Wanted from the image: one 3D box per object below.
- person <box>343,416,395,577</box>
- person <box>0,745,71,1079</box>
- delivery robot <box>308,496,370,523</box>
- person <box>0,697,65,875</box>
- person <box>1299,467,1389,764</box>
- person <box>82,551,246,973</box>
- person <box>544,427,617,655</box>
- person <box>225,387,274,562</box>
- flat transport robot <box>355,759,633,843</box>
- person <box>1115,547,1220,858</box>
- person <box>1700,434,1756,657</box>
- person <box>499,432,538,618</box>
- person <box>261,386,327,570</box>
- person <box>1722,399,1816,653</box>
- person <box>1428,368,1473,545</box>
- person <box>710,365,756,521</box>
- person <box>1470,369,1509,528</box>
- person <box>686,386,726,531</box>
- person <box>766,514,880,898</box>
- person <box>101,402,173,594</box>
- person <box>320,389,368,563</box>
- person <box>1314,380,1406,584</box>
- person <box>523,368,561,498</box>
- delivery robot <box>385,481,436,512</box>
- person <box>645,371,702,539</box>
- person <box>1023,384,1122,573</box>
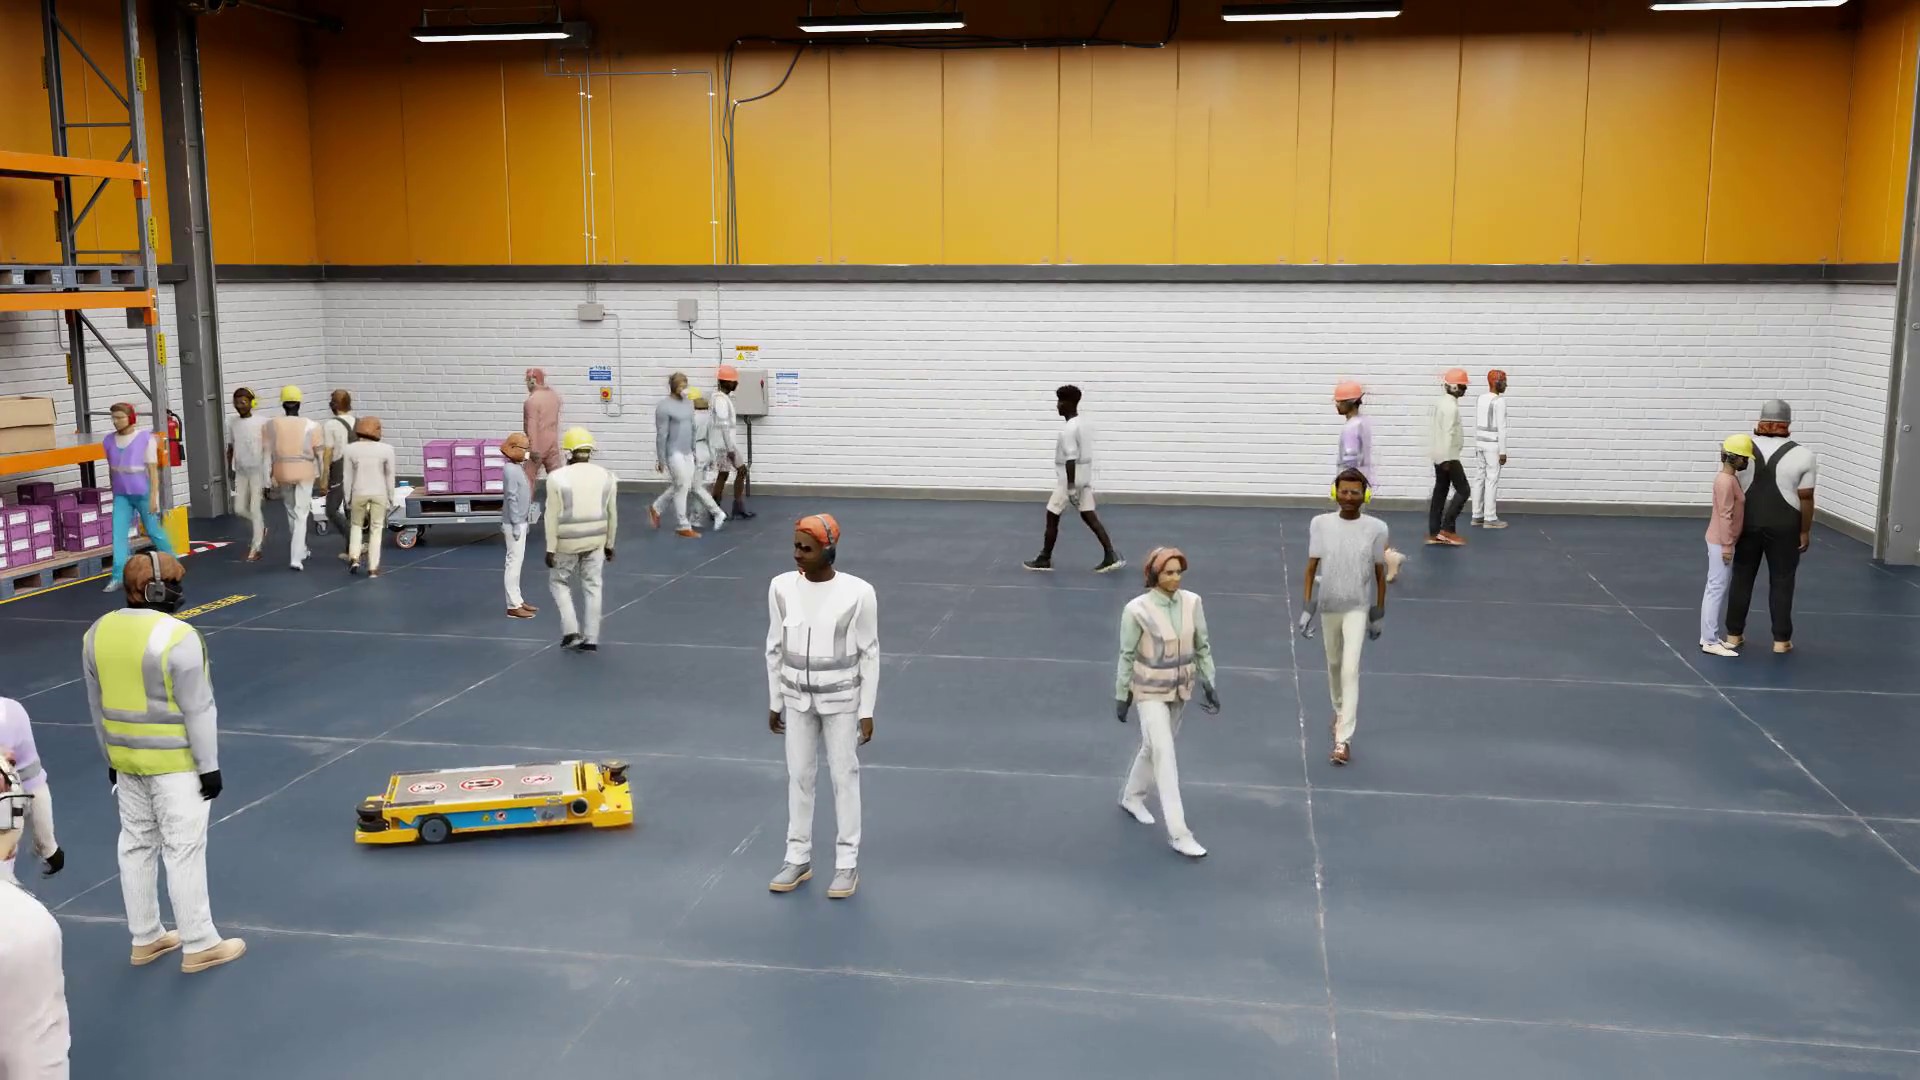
[{"bbox_3d":[-5.882,-0.430,16.574,0.513,1.615,0.361,-3,9,-15],"label":"person"},{"bbox_3d":[-2.443,1.453,4.052,0.705,1.882,0.557,5,10,28],"label":"person"},{"bbox_3d":[-7.212,-0.395,19.326,0.707,0.478,0.477,-4,10,-24],"label":"delivery robot"},{"bbox_3d":[-3.599,1.158,5.942,0.595,1.869,1.041,-2,9,-13],"label":"person"},{"bbox_3d":[2.438,0.438,10.541,0.499,1.828,0.993,4,10,24],"label":"person"},{"bbox_3d":[-3.466,0.961,7.240,0.622,1.840,0.430,4,10,22],"label":"person"},{"bbox_3d":[-3.018,0.012,13.179,0.629,1.817,0.465,-7,11,-35],"label":"person"},{"bbox_3d":[-7.459,-0.699,17.550,0.515,1.842,0.533,0,9,2],"label":"person"},{"bbox_3d":[-2.553,1.429,9.179,1.431,0.197,0.652,-2,9,-14],"label":"flat transport robot"},{"bbox_3d":[1.084,0.820,8.866,0.521,1.597,0.851,-6,11,-34],"label":"person"},{"bbox_3d":[6.098,0.036,13.223,0.322,1.761,0.522,4,10,22],"label":"person"},{"bbox_3d":[-3.899,-0.137,14.675,0.278,1.633,0.497,-1,9,-7],"label":"person"},{"bbox_3d":[-6.829,-0.645,17.093,0.602,1.876,1.019,-2,9,-10],"label":"person"},{"bbox_3d":[6.490,-0.129,13.370,0.685,2.000,0.536,7,11,36],"label":"person"},{"bbox_3d":[5.480,-0.915,18.434,0.548,1.975,0.651,1,9,9],"label":"person"},{"bbox_3d":[-2.746,-1.173,20.246,0.701,1.907,0.571,0,9,-2],"label":"person"},{"bbox_3d":[6.313,-1.083,19.776,0.337,1.881,0.584,-2,9,-15],"label":"person"},{"bbox_3d":[-3.044,-0.959,19.571,0.764,1.707,0.486,5,11,30],"label":"person"},{"bbox_3d":[-0.674,0.801,8.094,0.574,1.881,0.358,3,10,19],"label":"person"},{"bbox_3d":[-7.942,-0.440,16.055,0.588,1.805,0.948,1,9,8],"label":"person"},{"bbox_3d":[-6.388,-0.655,17.286,0.534,1.831,0.560,5,10,28],"label":"person"},{"bbox_3d":[3.860,-0.529,15.956,0.825,2.018,0.611,4,10,23],"label":"person"},{"bbox_3d":[-5.170,-1.165,20.346,0.825,1.869,0.686,3,10,20],"label":"person"},{"bbox_3d":[-6.578,-0.456,19.703,0.477,0.478,0.707,7,12,38],"label":"delivery robot"},{"bbox_3d":[-3.308,-0.982,19.054,0.777,1.918,0.625,4,10,24],"label":"person"},{"bbox_3d":[1.174,-0.612,16.768,1.008,1.923,0.606,5,10,28],"label":"person"}]
